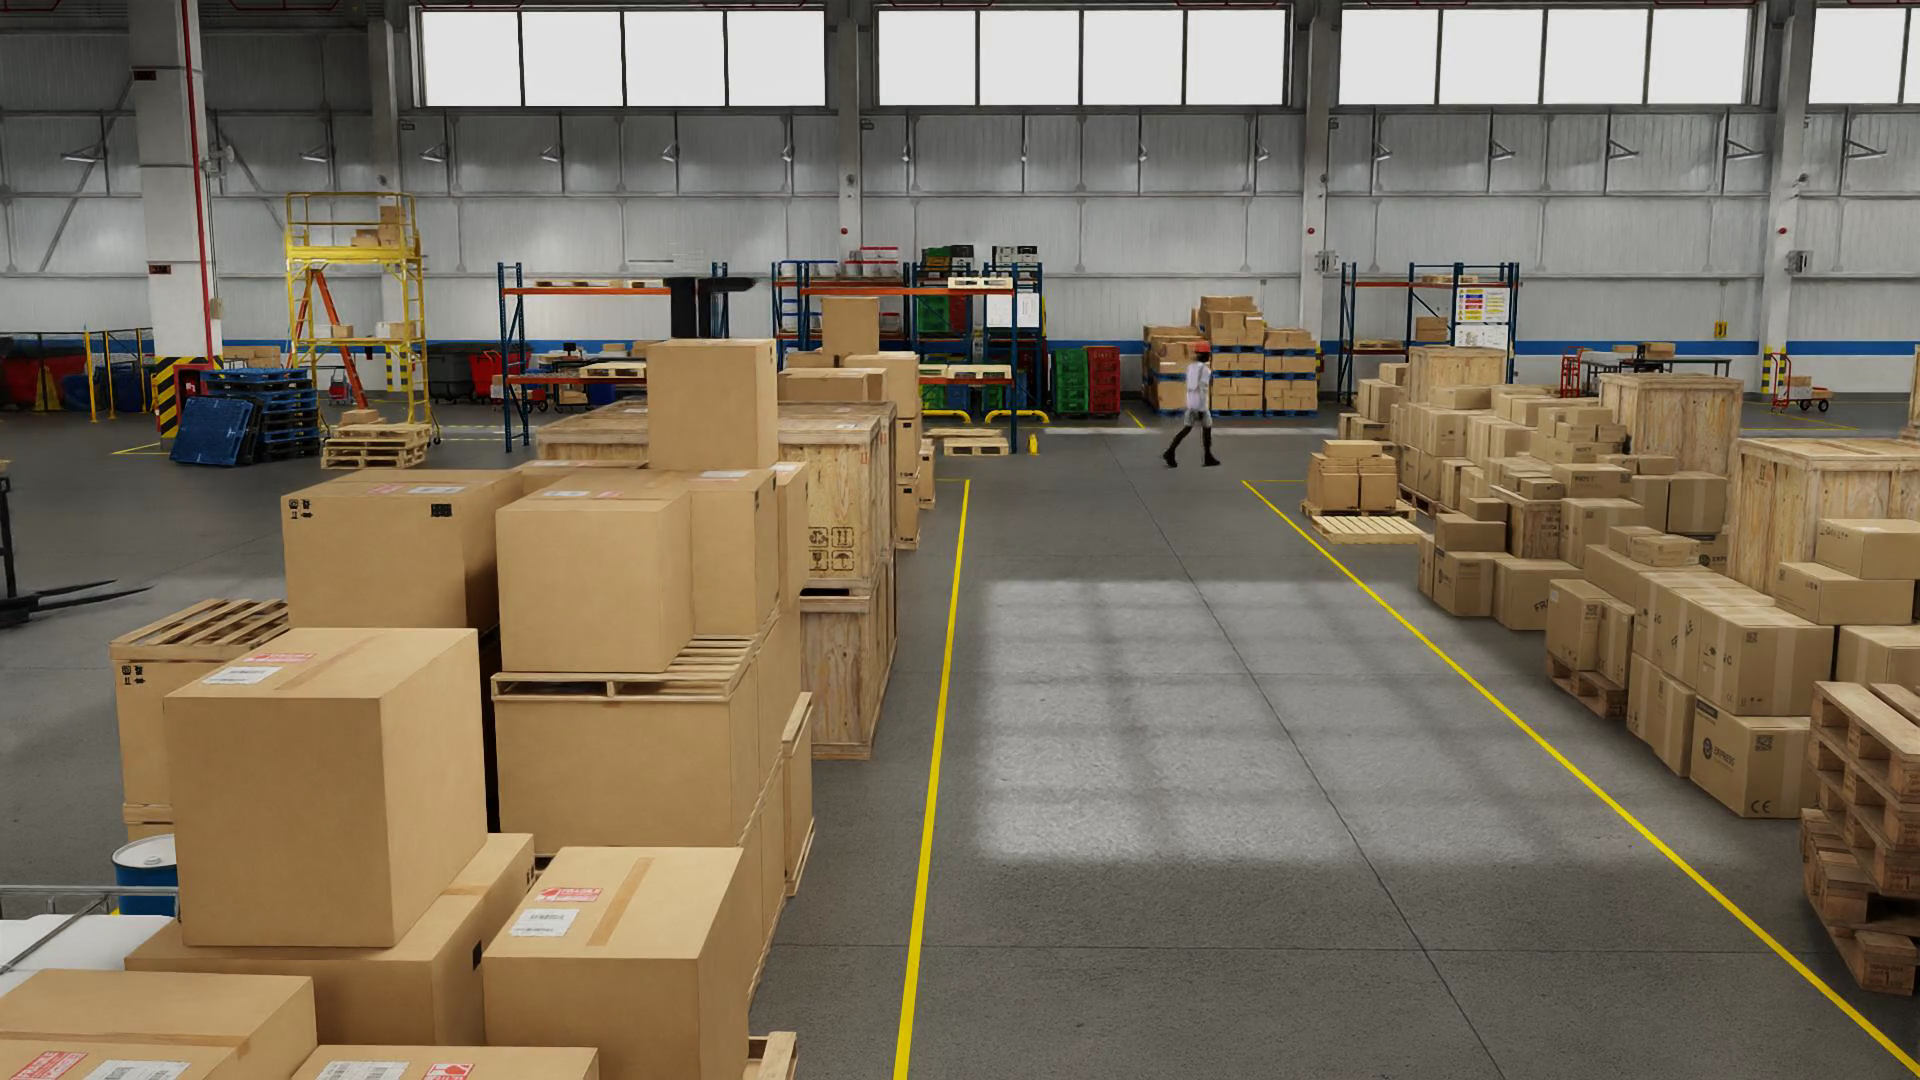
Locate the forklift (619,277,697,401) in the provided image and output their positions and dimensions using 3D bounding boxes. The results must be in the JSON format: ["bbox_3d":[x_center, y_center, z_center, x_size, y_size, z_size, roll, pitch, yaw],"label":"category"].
[{"bbox_3d":[-3.969,-2.377,23.876,1.873,2.768,1.129,-1,10,-5],"label":"forklift"}]

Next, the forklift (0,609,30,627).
[{"bbox_3d":[-8.754,-0.597,13.211,1.129,2.768,1.873,7,12,36],"label":"forklift"}]

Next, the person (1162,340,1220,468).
[{"bbox_3d":[3.453,-2.008,24.611,0.943,1.907,0.545,-5,11,-29],"label":"person"}]
